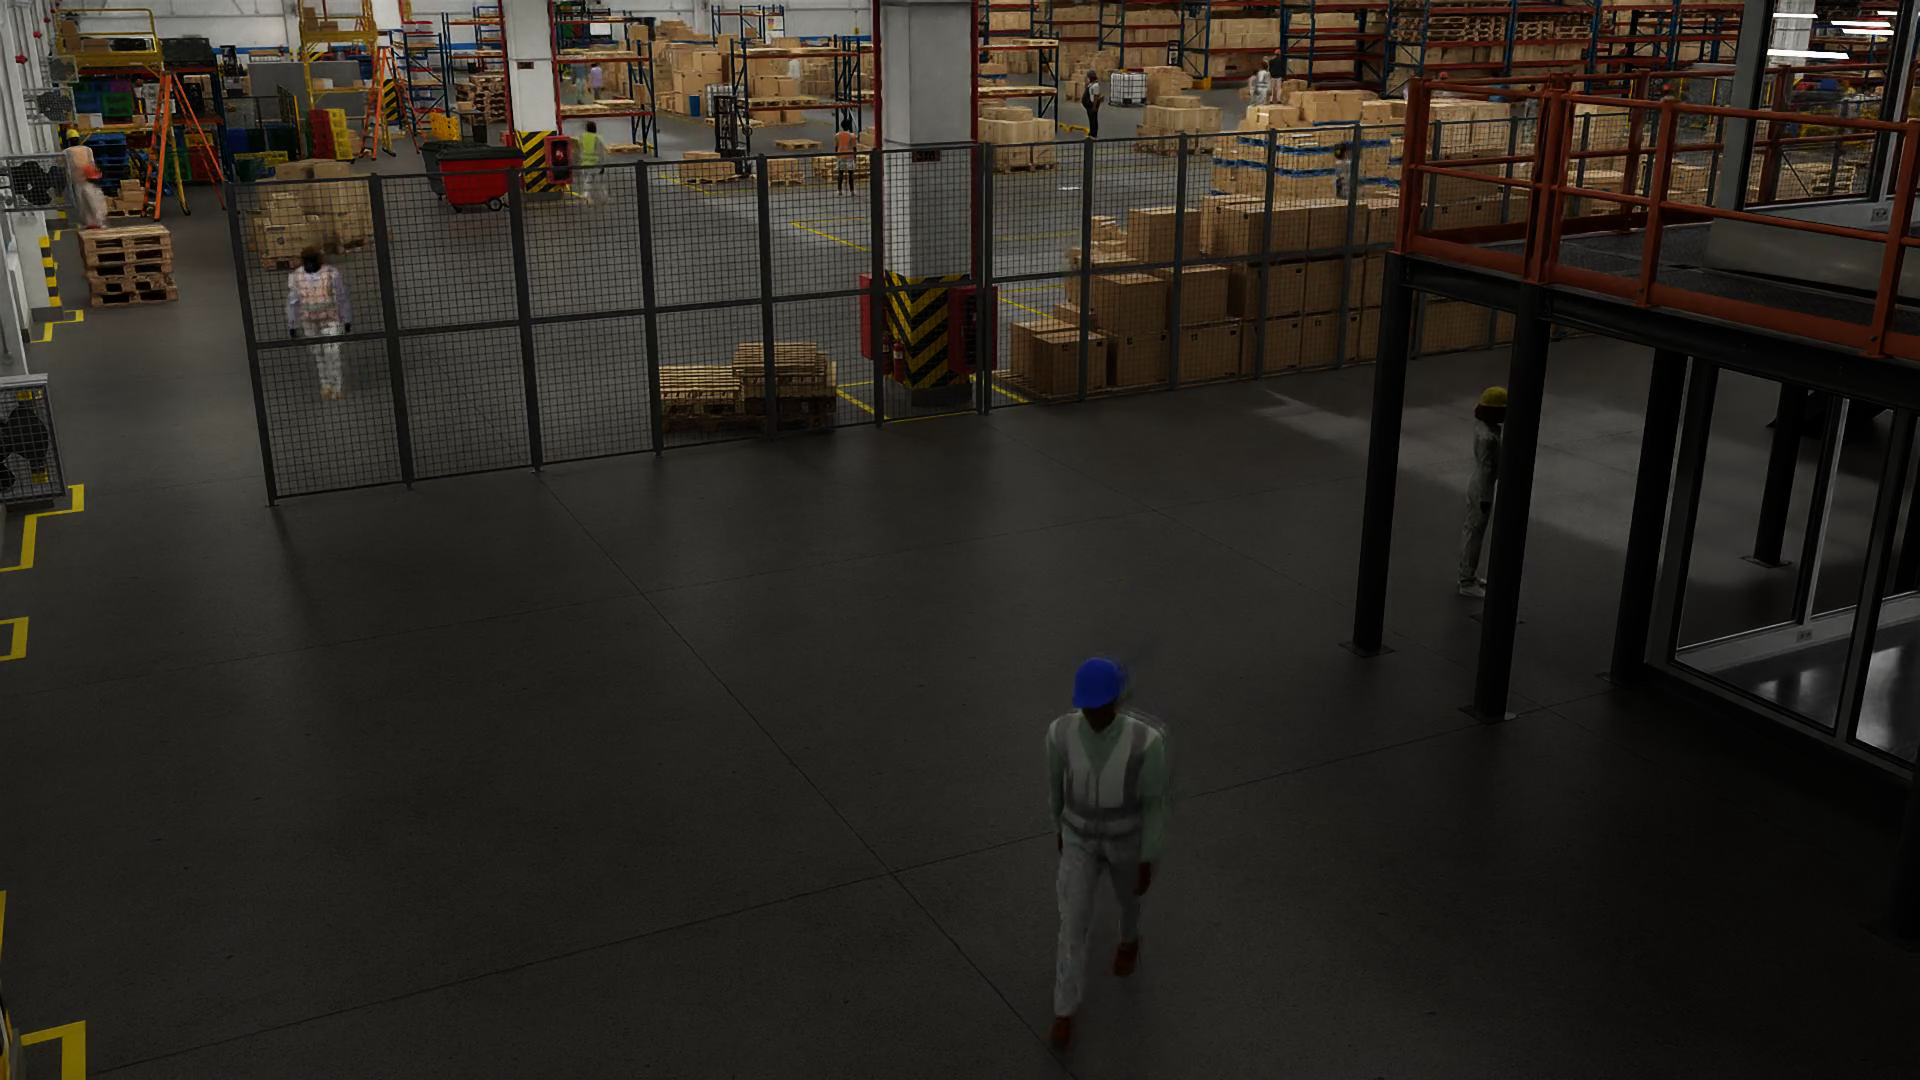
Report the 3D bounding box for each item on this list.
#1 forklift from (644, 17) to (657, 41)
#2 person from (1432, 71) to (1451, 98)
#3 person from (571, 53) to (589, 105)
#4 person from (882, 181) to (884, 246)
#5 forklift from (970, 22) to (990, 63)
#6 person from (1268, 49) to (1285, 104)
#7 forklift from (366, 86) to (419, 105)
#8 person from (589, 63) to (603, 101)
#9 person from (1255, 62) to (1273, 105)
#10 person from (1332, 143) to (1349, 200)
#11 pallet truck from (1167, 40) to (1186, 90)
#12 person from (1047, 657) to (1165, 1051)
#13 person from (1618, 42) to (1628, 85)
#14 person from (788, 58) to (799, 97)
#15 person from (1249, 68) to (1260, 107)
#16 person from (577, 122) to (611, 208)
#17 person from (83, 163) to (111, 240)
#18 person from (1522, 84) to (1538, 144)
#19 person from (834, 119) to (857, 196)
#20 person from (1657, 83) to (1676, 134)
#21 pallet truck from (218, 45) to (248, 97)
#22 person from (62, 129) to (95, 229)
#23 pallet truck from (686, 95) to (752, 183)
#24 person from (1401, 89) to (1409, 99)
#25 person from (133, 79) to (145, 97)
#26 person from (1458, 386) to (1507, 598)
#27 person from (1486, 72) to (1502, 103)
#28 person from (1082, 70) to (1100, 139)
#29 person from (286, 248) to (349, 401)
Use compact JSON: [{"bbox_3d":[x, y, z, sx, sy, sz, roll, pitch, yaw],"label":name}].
[{"bbox_3d":[-13.579,-21.590,73.255,1.873,2.768,1.129,0,19,0],"label":"forklift"},{"bbox_3d":[14.562,-13.224,50.448,0.550,1.920,0.422,-8,21,-22],"label":"person"},{"bbox_3d":[-14.075,-17.041,61.517,0.629,1.924,0.710,-13,23,-33],"label":"person"},{"bbox_3d":[-1.068,-5.346,27.622,0.558,1.920,0.424,9,21,24],"label":"person"},{"bbox_3d":[0.711,-19.453,67.060,1.129,2.768,1.873,-9,21,-25],"label":"forklift"},{"bbox_3d":[11.855,-17.360,62.331,0.623,1.992,0.396,6,20,16],"label":"person"},{"bbox_3d":[-21.269,-17.717,62.029,1.129,2.768,1.873,6,20,16],"label":"forklift"},{"bbox_3d":[-12.880,-16.046,58.740,0.891,1.874,0.597,7,20,20],"label":"person"},{"bbox_3d":[10.298,-15.267,56.448,0.463,1.863,0.620,-13,23,-34],"label":"person"},{"bbox_3d":[6.958,-6.472,31.012,0.928,1.825,0.539,13,23,33],"label":"person"},{"bbox_3d":[9.045,-19.971,69.895,0.823,1.965,1.885,-3,19,-8],"label":"pallet truck"},{"bbox_3d":[0.704,1.418,8.074,0.600,1.891,1.049,6,20,16],"label":"person"},{"bbox_3d":[28.799,-20.596,71.941,0.429,1.842,0.635,-14,24,-36],"label":"person"},{"bbox_3d":[-6.163,-17.111,61.785,0.354,1.912,0.667,6,20,16],"label":"person"},{"bbox_3d":[10.148,-15.374,57.133,0.517,1.622,0.516,-3,19,-8],"label":"person"},{"bbox_3d":[-7.854,-8.040,35.622,0.636,1.796,0.954,4,19,10],"label":"person"},{"bbox_3d":[-13.982,-5.165,27.073,0.669,1.930,0.693,-4,20,-13],"label":"person"},{"bbox_3d":[15.669,-11.586,45.795,0.514,1.863,0.327,-18,26,-41],"label":"person"},{"bbox_3d":[-2.568,-8.611,37.434,0.533,1.690,0.321,5,20,14],"label":"person"},{"bbox_3d":[19.114,-11.407,45.174,0.563,1.927,0.423,-5,20,-13],"label":"person"},{"bbox_3d":[-28.879,-18.665,66.111,0.823,1.965,1.885,-3,19,-9],"label":"pallet truck"},{"bbox_3d":[-17.219,-7.064,32.587,0.367,1.927,0.585,14,24,36],"label":"person"},{"bbox_3d":[-5.836,-9.608,39.856,0.823,1.965,1.885,10,22,27],"label":"pallet truck"},{"bbox_3d":[12.974,-12.313,47.902,0.595,1.867,0.991,4,19,11],"label":"person"},{"bbox_3d":[-25.279,-13.412,51.440,0.524,1.632,0.323,7,20,20],"label":"person"},{"bbox_3d":[4.284,-0.400,13.548,0.296,1.744,0.487,5,20,15],"label":"person"},{"bbox_3d":[17.246,-14.264,53.816,0.551,1.684,0.380,-6,20,-17],"label":"person"},{"bbox_3d":[3.892,-12.929,49.417,0.537,2.000,0.675,-2,19,-6],"label":"person"},{"bbox_3d":[-7.587,-2.529,19.602,0.666,1.817,0.745,-2,19,-6],"label":"person"}]
